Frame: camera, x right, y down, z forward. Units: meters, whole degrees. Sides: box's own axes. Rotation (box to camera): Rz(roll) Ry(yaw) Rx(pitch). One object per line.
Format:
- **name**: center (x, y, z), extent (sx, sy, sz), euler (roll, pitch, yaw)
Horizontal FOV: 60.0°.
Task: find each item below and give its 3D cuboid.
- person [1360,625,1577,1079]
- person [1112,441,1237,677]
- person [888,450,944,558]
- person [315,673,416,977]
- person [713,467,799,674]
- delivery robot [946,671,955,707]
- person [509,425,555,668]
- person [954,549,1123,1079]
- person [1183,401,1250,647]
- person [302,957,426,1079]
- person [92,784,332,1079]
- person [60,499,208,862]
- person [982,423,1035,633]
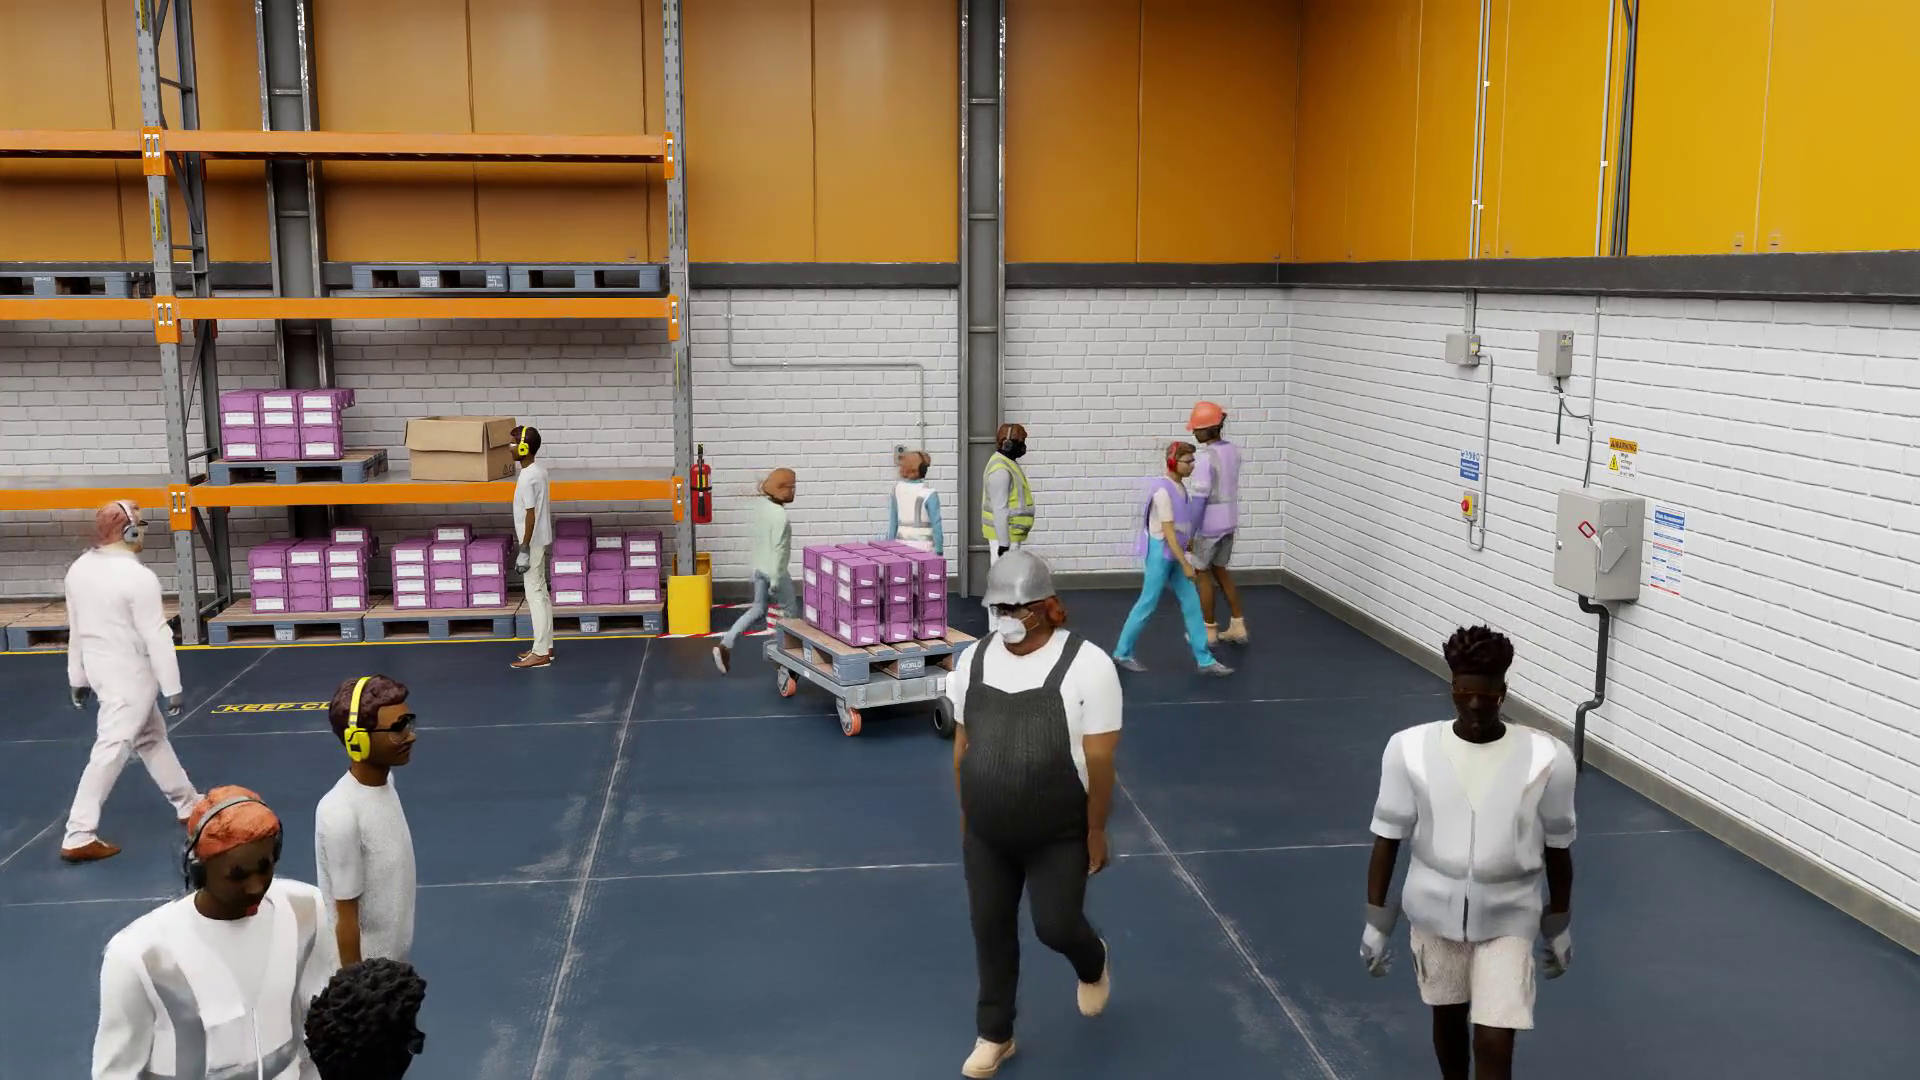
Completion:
- **person**: center (1.605, 1.230, 5.301), extent (0.636, 1.915, 0.972), euler (4, 10, 23)
- **person**: center (1.569, 0.150, 12.488), extent (0.952, 1.791, 0.555), euler (5, 10, 27)
- **person**: center (-0.385, 0.075, 13.528), extent (0.519, 1.609, 0.791), euler (9, 13, 44)
- **person**: center (-1.727, 1.312, 4.965), extent (0.336, 1.873, 0.521), euler (-1, 9, -6)
- **person**: center (-1.463, 0.244, 12.471), extent (0.747, 1.595, 0.516), euler (-5, 11, -30)
- **delivery robot**: center (0.176, 1.007, 10.664), extent (0.477, 0.478, 0.707), euler (-3, 10, -21)
- **person**: center (-3.322, 0.050, 12.840), extent (0.328, 1.872, 0.514), euler (0, 9, -2)
- **person**: center (0.277, 1.003, 6.360), extent (0.691, 2.000, 0.706), euler (5, 10, 27)
- **person**: center (2.029, -0.117, 13.418), extent (0.458, 2.010, 0.664), euler (7, 12, 38)
- **person**: center (-1.156, 1.664, 3.318), extent (0.531, 1.692, 0.322), euler (2, 9, 15)
- **person**: center (-1.879, 1.467, 4.130), extent (0.972, 1.838, 0.626), euler (5, 11, 30)
- **person**: center (-4.351, 0.711, 8.760), extent (0.664, 1.852, 1.022), euler (6, 11, 34)
- **person**: center (0.393, -0.030, 13.462), extent (0.426, 1.836, 0.626), euler (1, 9, 6)
